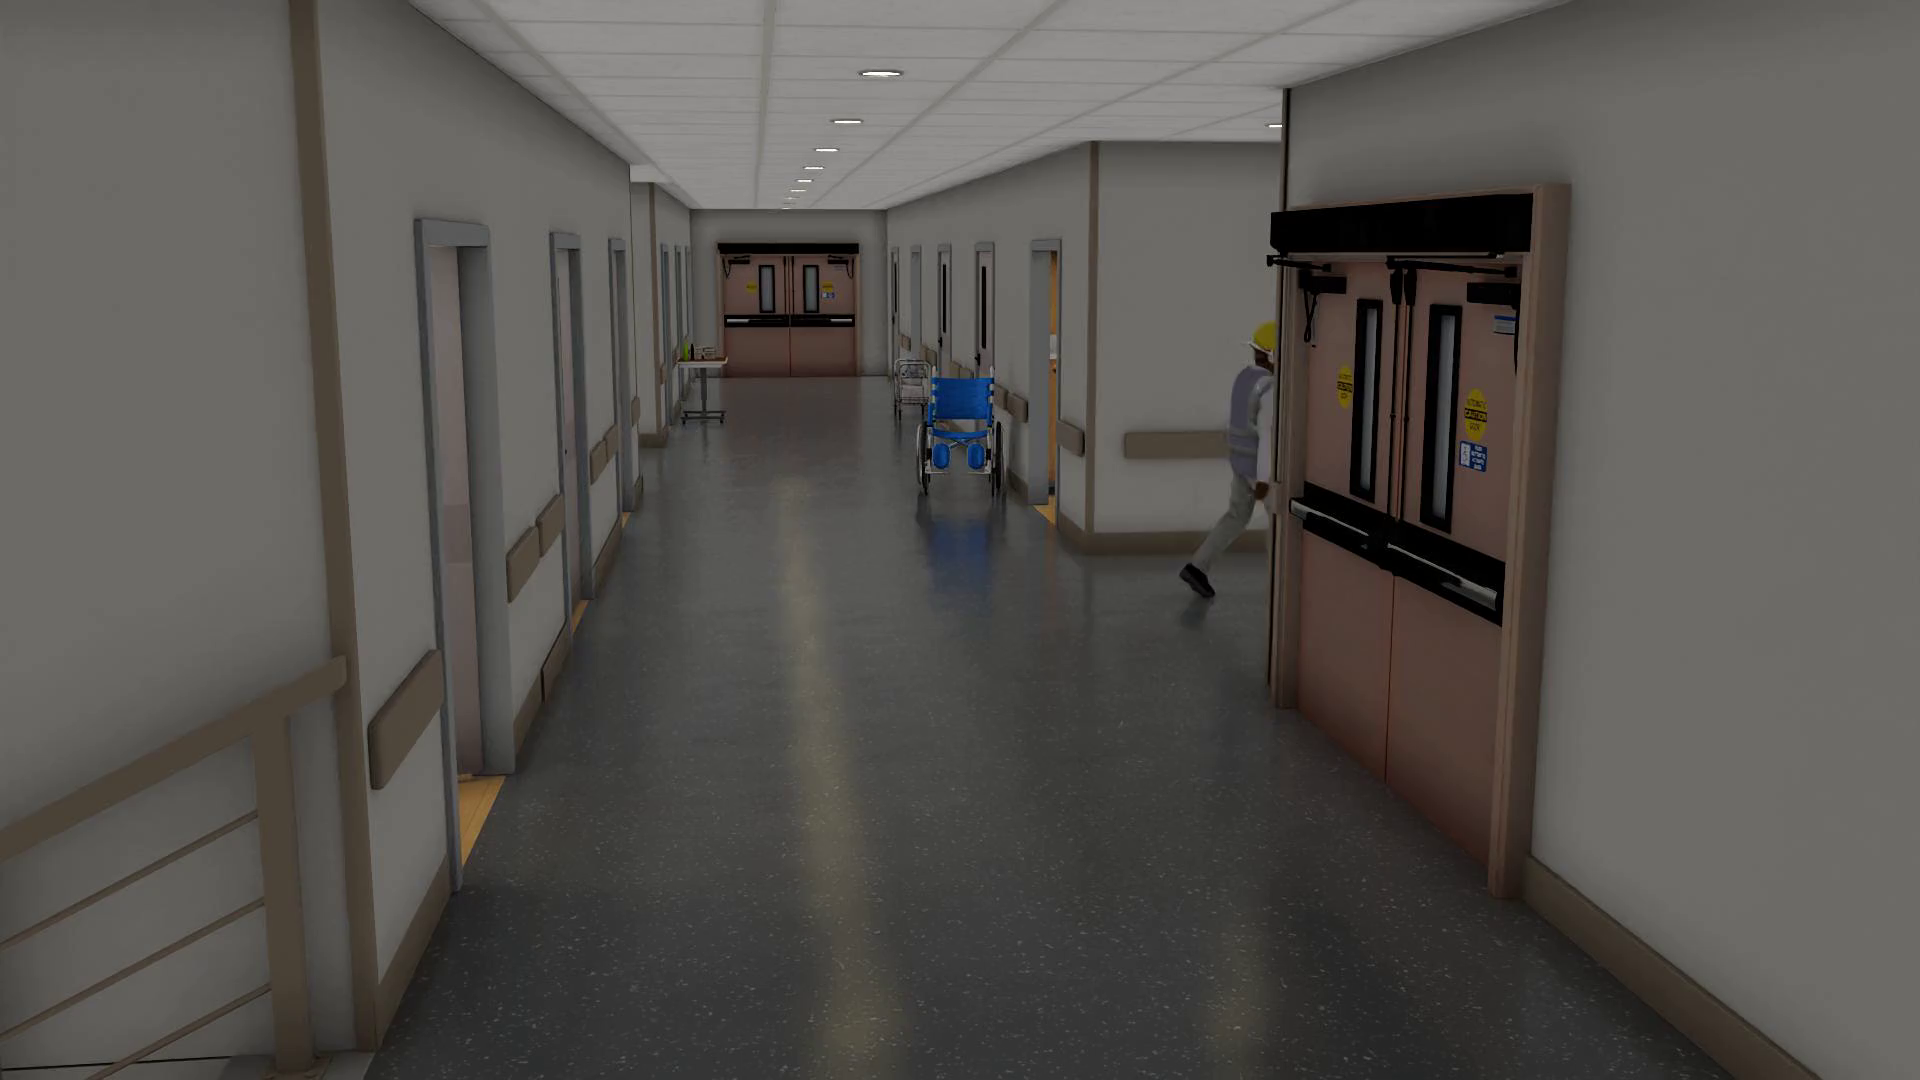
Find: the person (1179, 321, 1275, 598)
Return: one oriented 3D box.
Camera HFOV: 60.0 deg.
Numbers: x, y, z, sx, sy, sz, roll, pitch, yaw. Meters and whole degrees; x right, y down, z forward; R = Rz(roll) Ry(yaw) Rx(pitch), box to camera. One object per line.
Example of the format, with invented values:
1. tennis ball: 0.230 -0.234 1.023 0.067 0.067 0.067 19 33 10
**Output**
1. person: 1.848 -0.495 10.630 0.855 1.804 0.589 -3 10 -16
